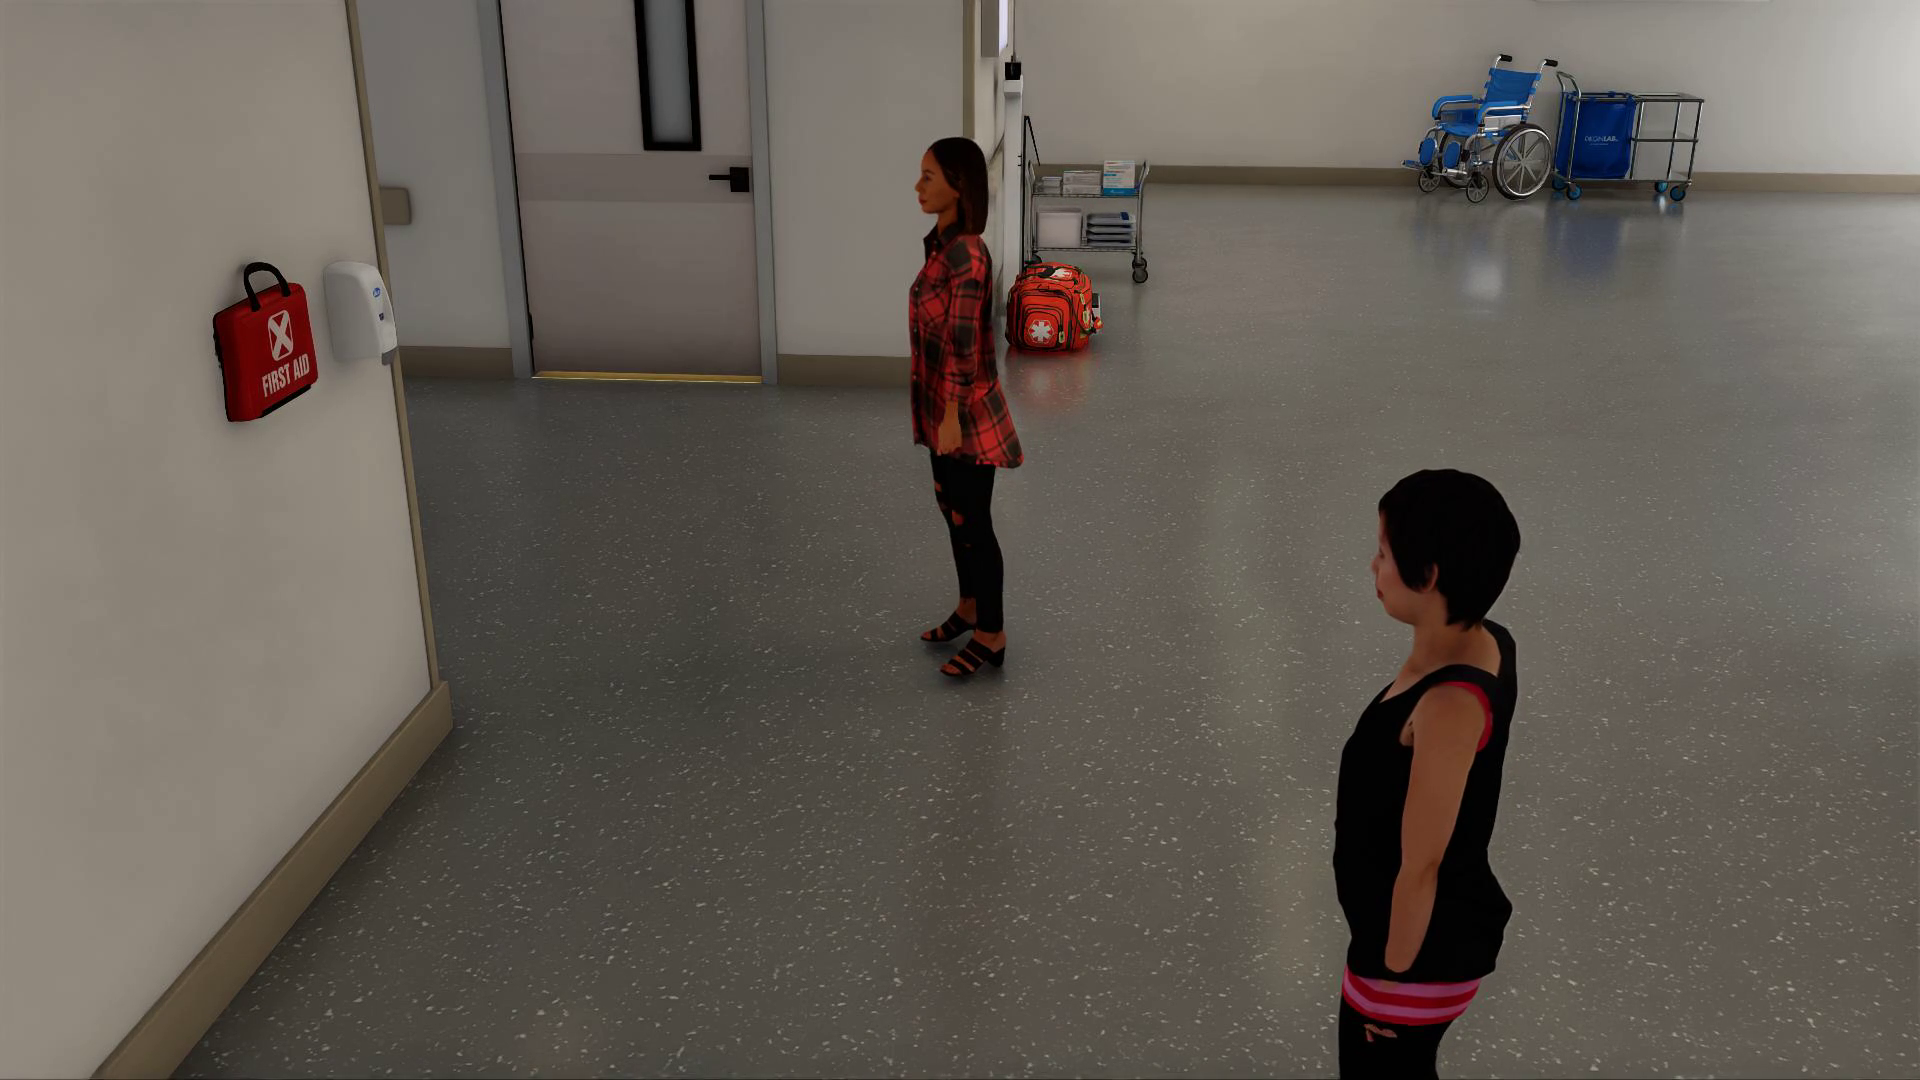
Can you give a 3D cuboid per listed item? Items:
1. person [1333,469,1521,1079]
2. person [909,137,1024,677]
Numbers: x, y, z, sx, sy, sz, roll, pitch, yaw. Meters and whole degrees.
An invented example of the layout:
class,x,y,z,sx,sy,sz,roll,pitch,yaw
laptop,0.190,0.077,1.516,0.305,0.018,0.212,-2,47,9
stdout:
class,x,y,z,sx,sy,sz,roll,pitch,yaw
person,0.758,0.629,2.723,0.664,1.549,0.538,8,22,19
person,0.001,-0.403,5.235,0.737,1.699,0.597,-5,21,-12
